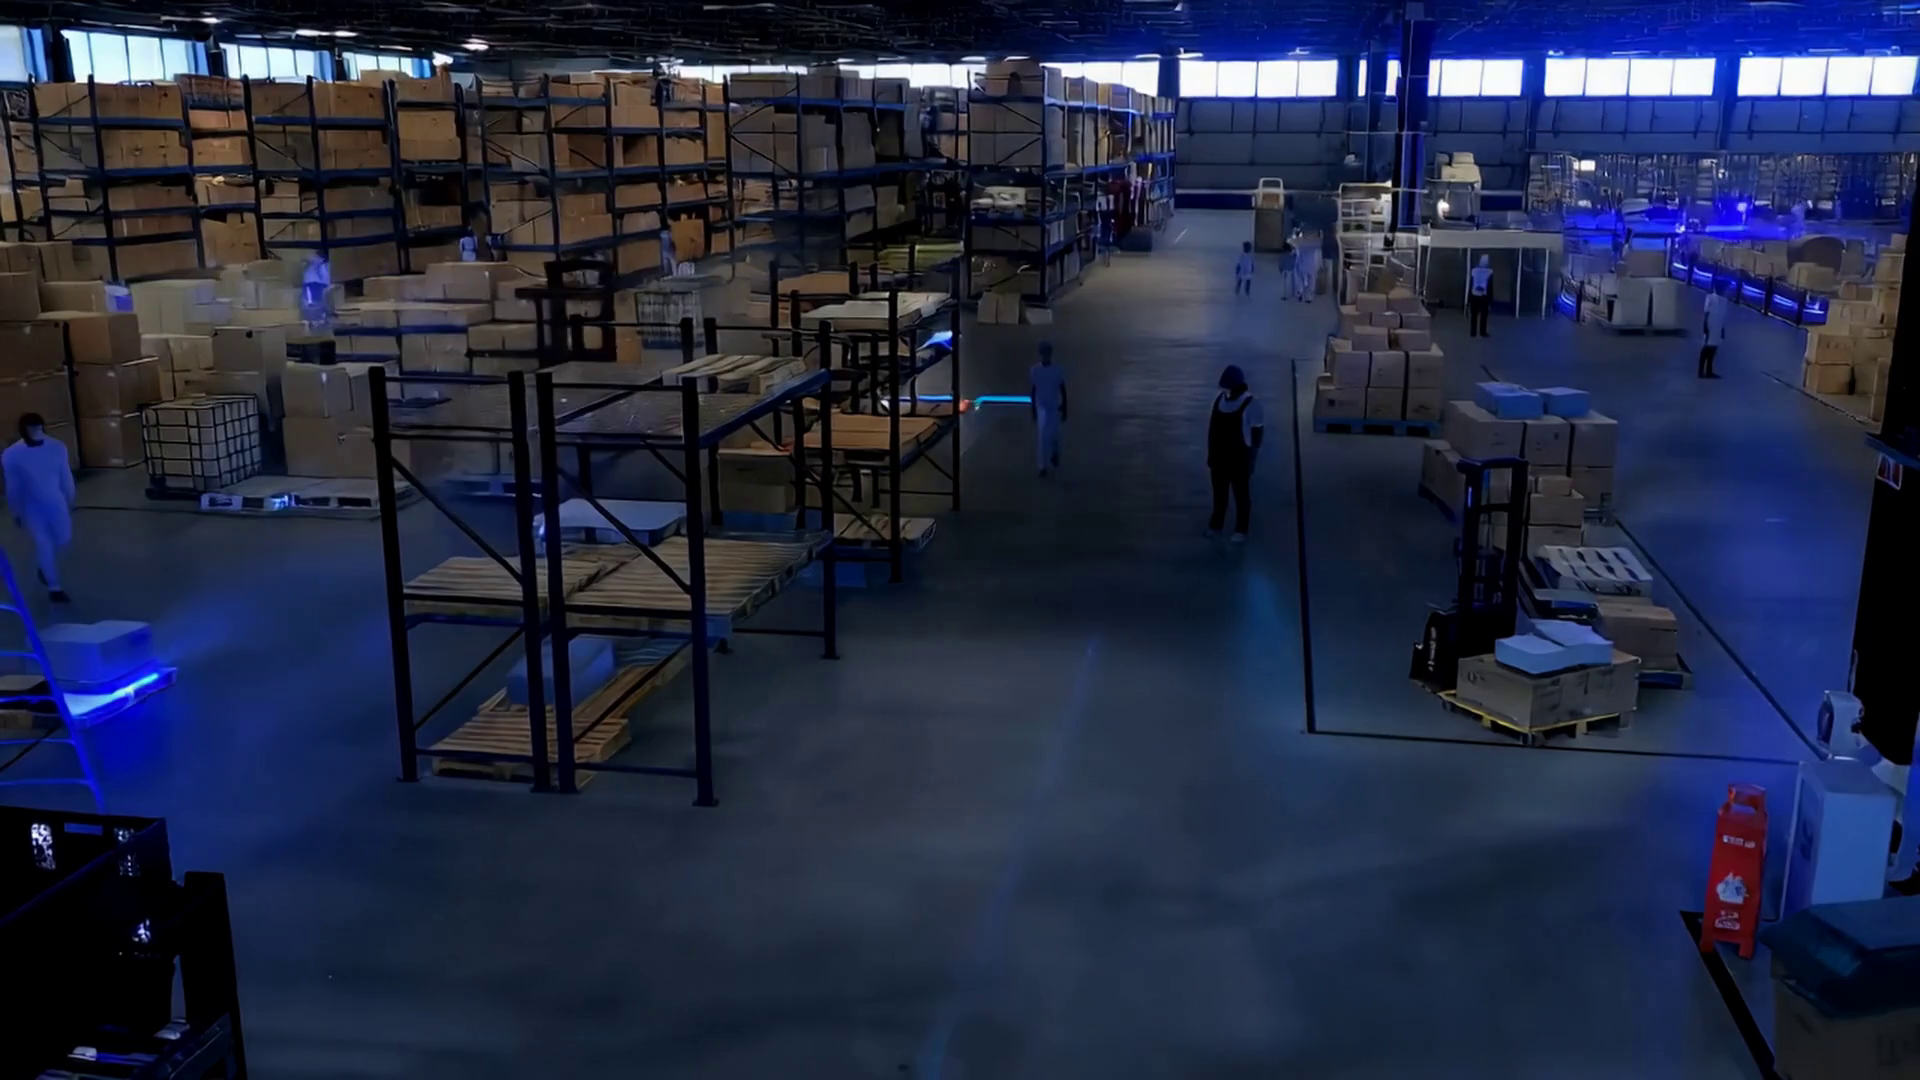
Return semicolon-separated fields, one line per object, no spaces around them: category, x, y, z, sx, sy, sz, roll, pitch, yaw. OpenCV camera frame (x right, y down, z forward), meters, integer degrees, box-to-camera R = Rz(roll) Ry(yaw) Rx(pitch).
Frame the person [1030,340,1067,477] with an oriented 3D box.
person;1.212;-1.814;22.675;0.521;1.856;0.665;2;14;8

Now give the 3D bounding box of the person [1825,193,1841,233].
person;37.627;-13.939;71.625;1.026;1.987;0.640;12;18;41

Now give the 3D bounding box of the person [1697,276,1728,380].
person;14.198;-3.993;31.297;0.612;1.963;0.363;-10;17;-36

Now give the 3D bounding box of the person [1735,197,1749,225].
person;33.931;-13.980;72.187;0.601;1.813;0.385;-3;14;-11

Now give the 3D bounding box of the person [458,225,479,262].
person;-14.233;-8.148;48.224;0.544;1.939;0.372;-3;14;-13

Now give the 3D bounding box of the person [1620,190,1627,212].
person;35.790;-18.240;89.575;0.327;1.753;0.563;-10;17;-36

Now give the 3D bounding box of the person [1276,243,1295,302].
person;8.997;-7.402;45.897;0.519;1.591;0.849;3;14;14

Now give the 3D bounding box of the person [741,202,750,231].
person;-9.427;-14.132;72.742;0.571;1.830;0.548;4;14;14

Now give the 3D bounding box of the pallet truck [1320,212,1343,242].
pallet truck;15.874;-13.227;70.310;0.680;1.201;1.601;10;17;35

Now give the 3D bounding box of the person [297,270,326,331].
person;-13.323;-4.652;34.278;0.552;1.823;0.629;5;15;20

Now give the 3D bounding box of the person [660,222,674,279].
person;-8.760;-8.569;49.933;0.372;1.940;0.631;-10;17;-36

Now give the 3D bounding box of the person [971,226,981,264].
person;0.565;-10.549;58.325;0.523;1.769;0.324;13;19;42

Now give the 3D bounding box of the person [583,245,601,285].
person;-9.693;-6.969;43.955;0.538;1.680;0.604;6;15;22

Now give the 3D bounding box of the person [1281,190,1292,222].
person;16.679;-17.118;85.339;0.521;1.604;0.819;-12;18;-39

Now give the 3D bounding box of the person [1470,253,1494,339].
person;11.771;-5.508;37.543;0.390;1.920;0.587;-11;17;-37

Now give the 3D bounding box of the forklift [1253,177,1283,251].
forklift;12.083;-12.747;64.956;1.129;2.768;1.873;3;14;10

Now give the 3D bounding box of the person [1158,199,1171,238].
person;8.950;-14.092;72.826;0.530;1.702;0.929;1;14;3

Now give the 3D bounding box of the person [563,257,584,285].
person;-9.347;-6.021;40.219;0.522;1.631;0.317;-1;14;-2

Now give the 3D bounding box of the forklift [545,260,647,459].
forklift;-5.305;-2.555;23.575;1.129;2.768;1.873;3;14;10

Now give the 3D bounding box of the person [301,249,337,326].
person;-15.142;-5.897;39.165;0.863;1.908;0.545;-11;18;-39

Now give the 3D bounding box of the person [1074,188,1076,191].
person;6.237;-17.982;88.389;0.623;1.818;0.419;-2;14;-7

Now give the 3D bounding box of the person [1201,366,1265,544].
person;3.071;-0.982;18.919;0.536;2.000;0.681;-13;19;-42

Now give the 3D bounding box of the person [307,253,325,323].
person;-14.062;-5.261;36.393;0.382;1.993;0.609;-9;17;-33

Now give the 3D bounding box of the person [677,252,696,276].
person;-6.871;-6.415;41.802;0.512;1.639;0.312;-8;16;-29

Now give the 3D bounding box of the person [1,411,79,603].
person;-9.190;-0.352;16.606;0.698;1.921;0.634;10;17;34

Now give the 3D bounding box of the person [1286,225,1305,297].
person;9.565;-7.956;47.361;0.623;1.996;1.089;6;15;22

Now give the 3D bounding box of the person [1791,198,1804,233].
person;35.963;-13.778;71.416;0.970;1.785;0.599;-4;14;-17

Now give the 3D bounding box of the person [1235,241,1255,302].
person;7.830;-7.434;45.879;0.543;1.671;0.647;-2;14;-9

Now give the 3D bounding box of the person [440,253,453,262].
person;-11.444;-5.431;37.192;0.372;1.940;0.631;-2;14;-10

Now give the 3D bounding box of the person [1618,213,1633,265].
person;23.230;-10.506;58.052;0.403;1.819;0.599;10;17;35

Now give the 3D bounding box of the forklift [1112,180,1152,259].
forklift;6.082;-11.722;60.796;1.873;2.768;1.129;2;14;9

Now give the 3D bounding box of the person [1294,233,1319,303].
person;9.445;-7.408;45.333;0.649;1.894;0.472;4;14;17

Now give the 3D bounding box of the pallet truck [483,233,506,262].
pallet truck;-11.832;-7.026;43.548;1.885;1.965;0.823;8;16;28

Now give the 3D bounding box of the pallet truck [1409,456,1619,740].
pallet truck;4.504;0.400;13.395;0.823;1.965;1.885;-6;15;-23

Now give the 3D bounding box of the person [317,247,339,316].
person;-15.758;-6.316;41.065;0.625;1.809;0.887;7;15;26
